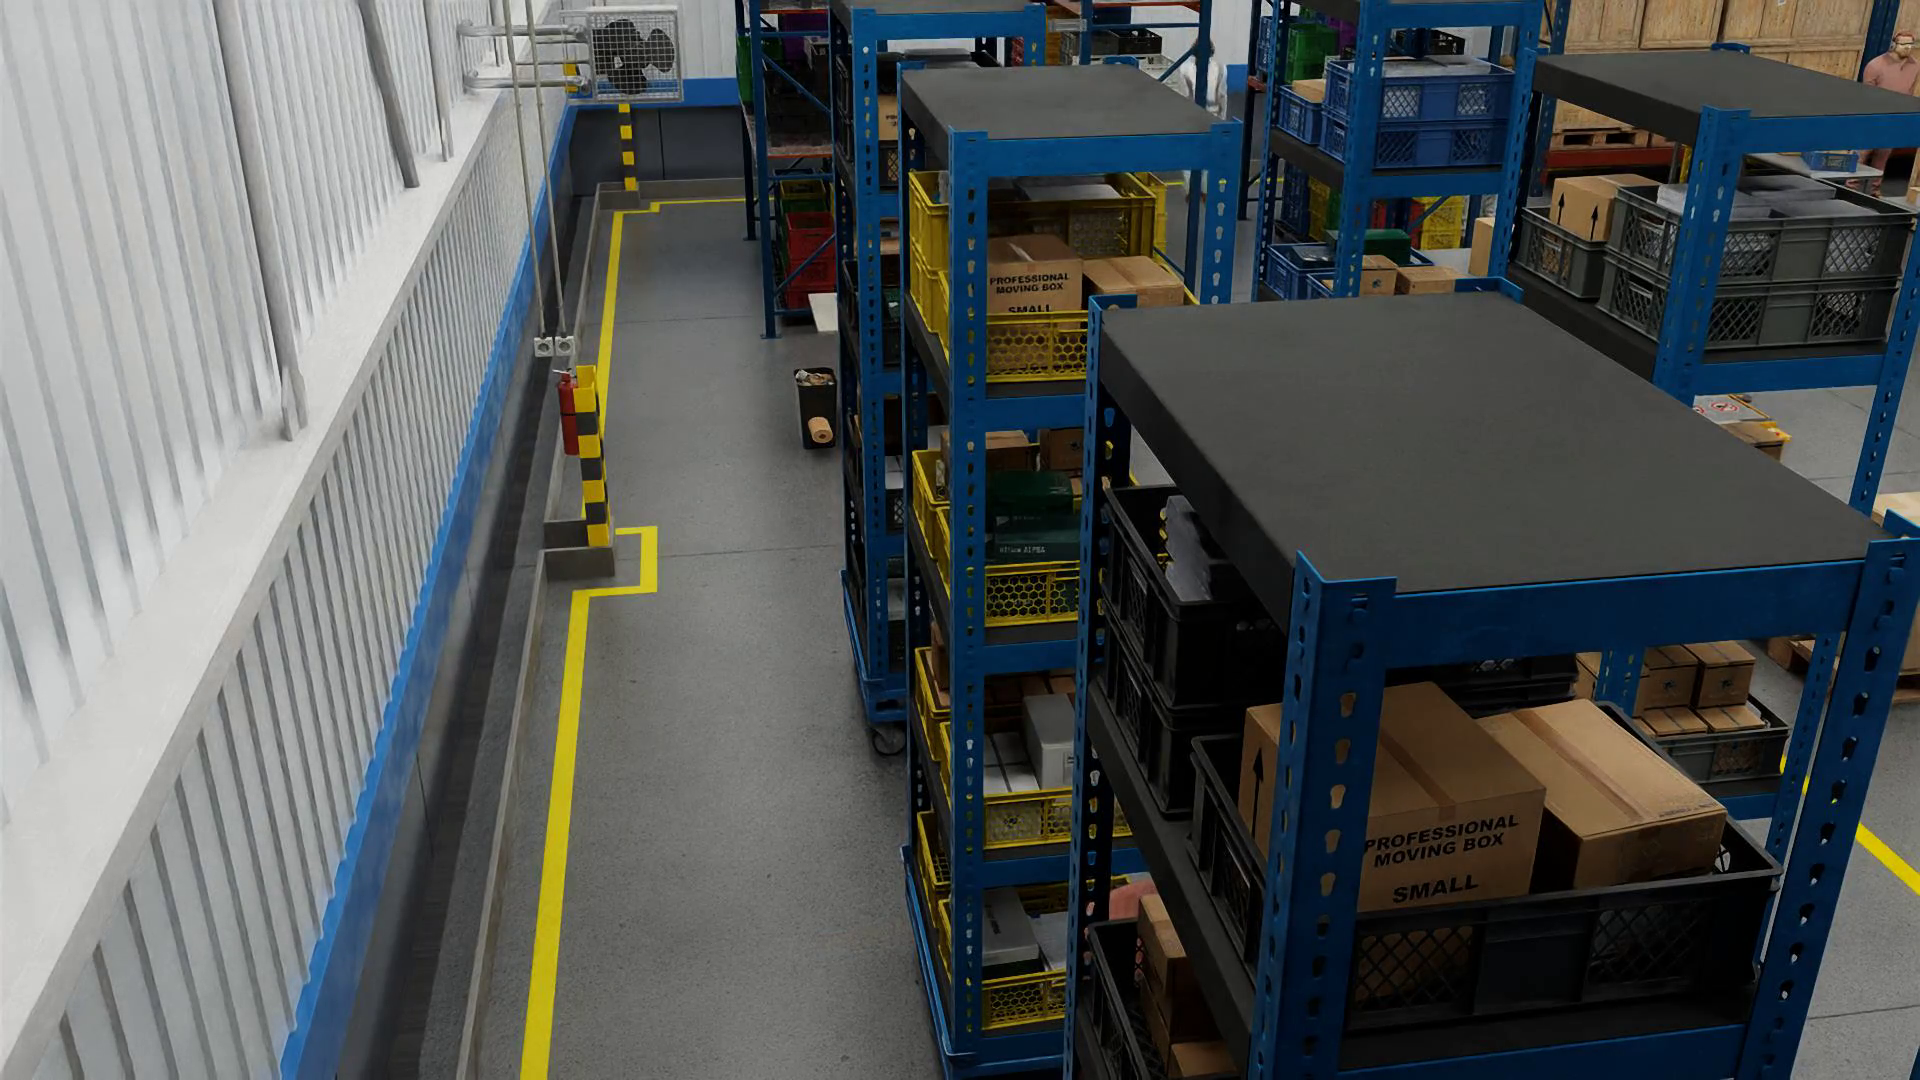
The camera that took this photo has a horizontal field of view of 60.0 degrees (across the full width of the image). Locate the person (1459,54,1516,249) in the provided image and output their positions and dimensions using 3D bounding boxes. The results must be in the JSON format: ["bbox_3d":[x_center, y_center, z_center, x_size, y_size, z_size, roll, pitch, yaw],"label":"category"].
[{"bbox_3d":[5.375,-3.914,16.796,0.629,1.937,0.377,-3,25,-7],"label":"person"}]

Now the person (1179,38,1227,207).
[{"bbox_3d":[2.662,-4.593,18.348,0.624,1.864,0.583,-3,25,-6],"label":"person"}]

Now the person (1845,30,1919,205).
[{"bbox_3d":[10.311,-4.699,18.536,0.643,1.910,0.399,-3,25,-7],"label":"person"}]
